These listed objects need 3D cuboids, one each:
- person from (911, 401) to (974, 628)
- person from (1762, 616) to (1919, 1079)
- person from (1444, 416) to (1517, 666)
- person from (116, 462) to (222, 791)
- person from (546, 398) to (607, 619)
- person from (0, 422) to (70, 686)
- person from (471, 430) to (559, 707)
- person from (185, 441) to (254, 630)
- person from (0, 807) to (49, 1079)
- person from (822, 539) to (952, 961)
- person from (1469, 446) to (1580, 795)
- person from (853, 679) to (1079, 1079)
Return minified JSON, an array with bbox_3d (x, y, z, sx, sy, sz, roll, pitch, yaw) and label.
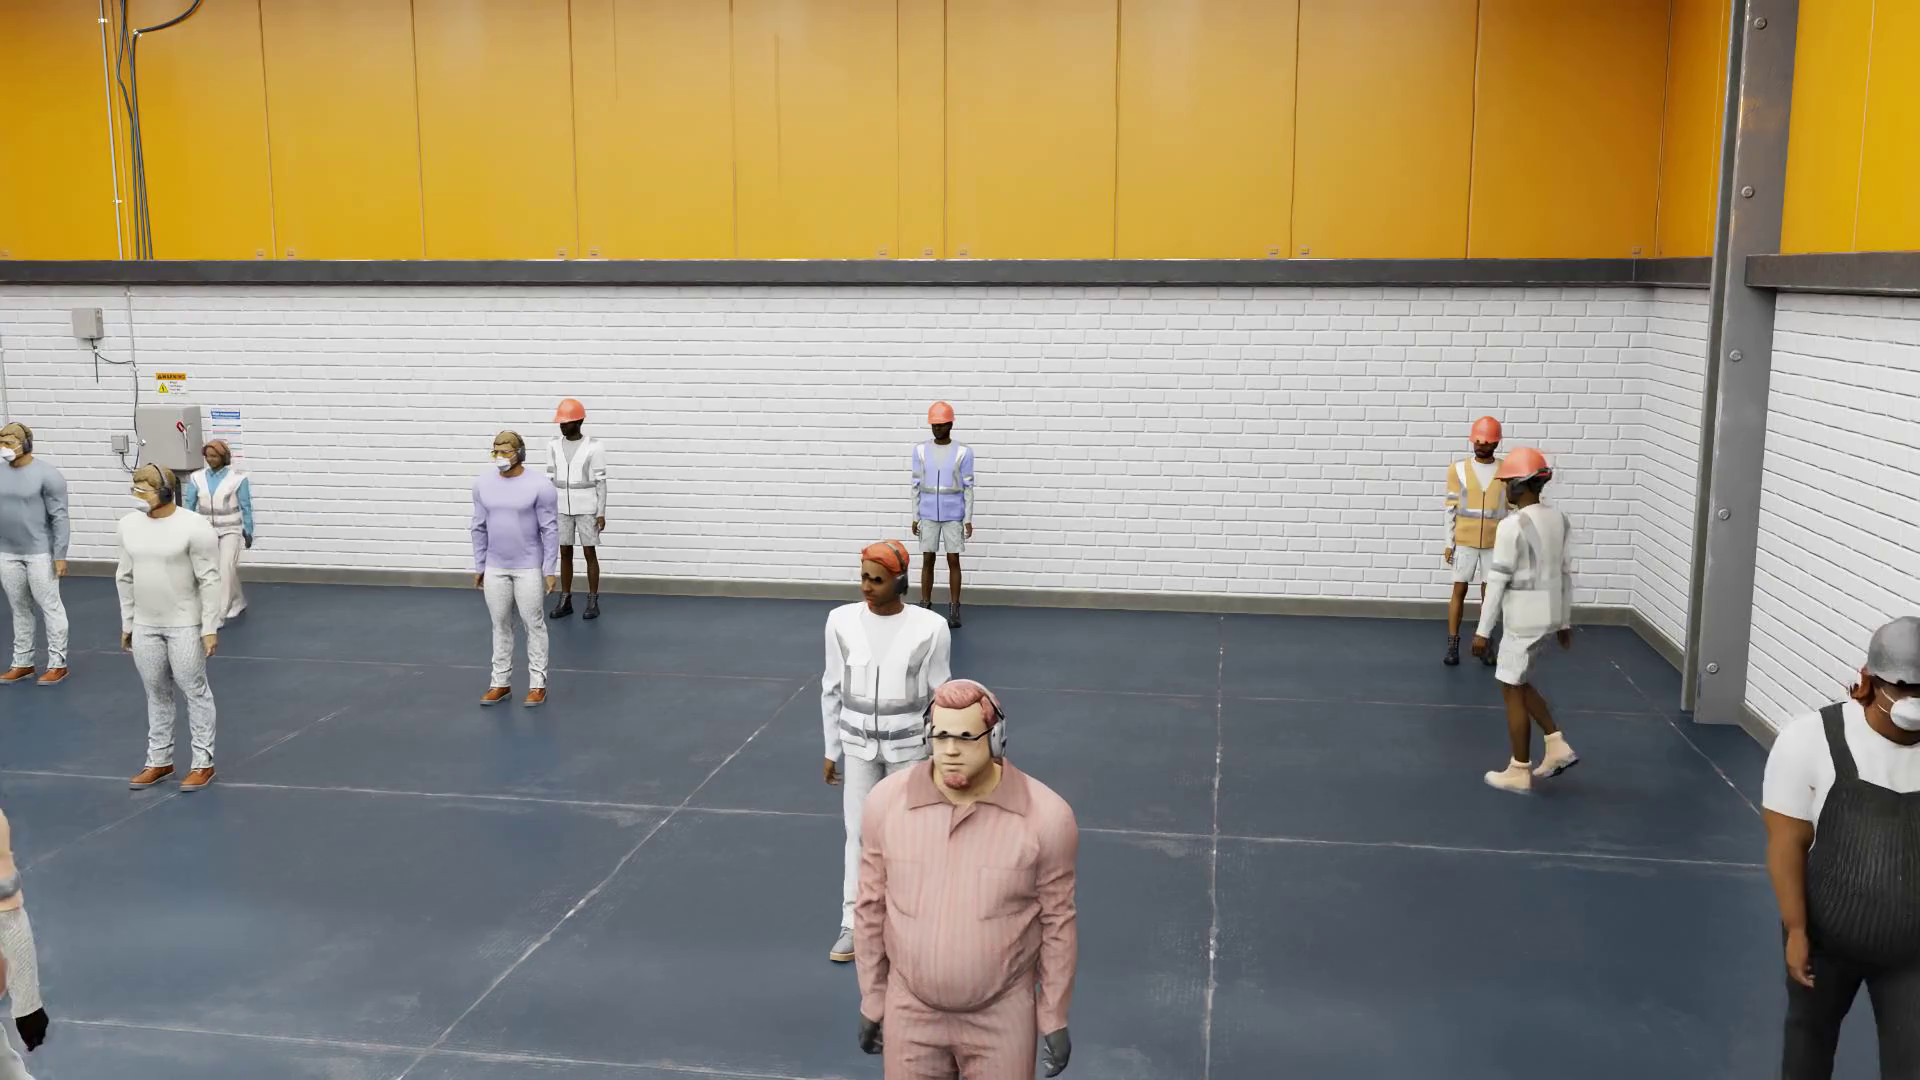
[{"bbox_3d":[-0.155,-0.213,14.127,0.544,1.939,0.372,2,9,11],"label":"person"},{"bbox_3d":[2.916,1.166,5.307,0.678,2.000,1.045,3,10,16],"label":"person"},{"bbox_3d":[3.994,0.010,12.767,0.544,1.933,0.376,2,9,11],"label":"person"},{"bbox_3d":[-4.610,0.505,9.706,0.628,1.936,0.377,2,9,11],"label":"person"},{"bbox_3d":[-3.349,-0.268,14.485,0.544,1.933,0.376,2,9,11],"label":"person"},{"bbox_3d":[-6.816,0.103,12.177,0.628,1.940,0.377,2,9,11],"label":"person"},{"bbox_3d":[-3.097,0.198,11.586,0.628,1.940,0.377,2,9,11],"label":"person"},{"bbox_3d":[-6.331,-0.060,14.256,0.525,1.593,0.882,1,9,5],"label":"person"},{"bbox_3d":[-3.063,1.311,4.944,0.608,1.869,1.000,5,10,28],"label":"person"},{"bbox_3d":[-0.326,0.924,7.280,0.574,1.884,0.360,2,9,11],"label":"person"},{"bbox_3d":[3.272,0.470,9.656,0.627,2.022,0.473,-9,13,-43],"label":"person"},{"bbox_3d":[0.004,1.327,4.724,0.640,1.910,0.401,2,9,11],"label":"person"}]
